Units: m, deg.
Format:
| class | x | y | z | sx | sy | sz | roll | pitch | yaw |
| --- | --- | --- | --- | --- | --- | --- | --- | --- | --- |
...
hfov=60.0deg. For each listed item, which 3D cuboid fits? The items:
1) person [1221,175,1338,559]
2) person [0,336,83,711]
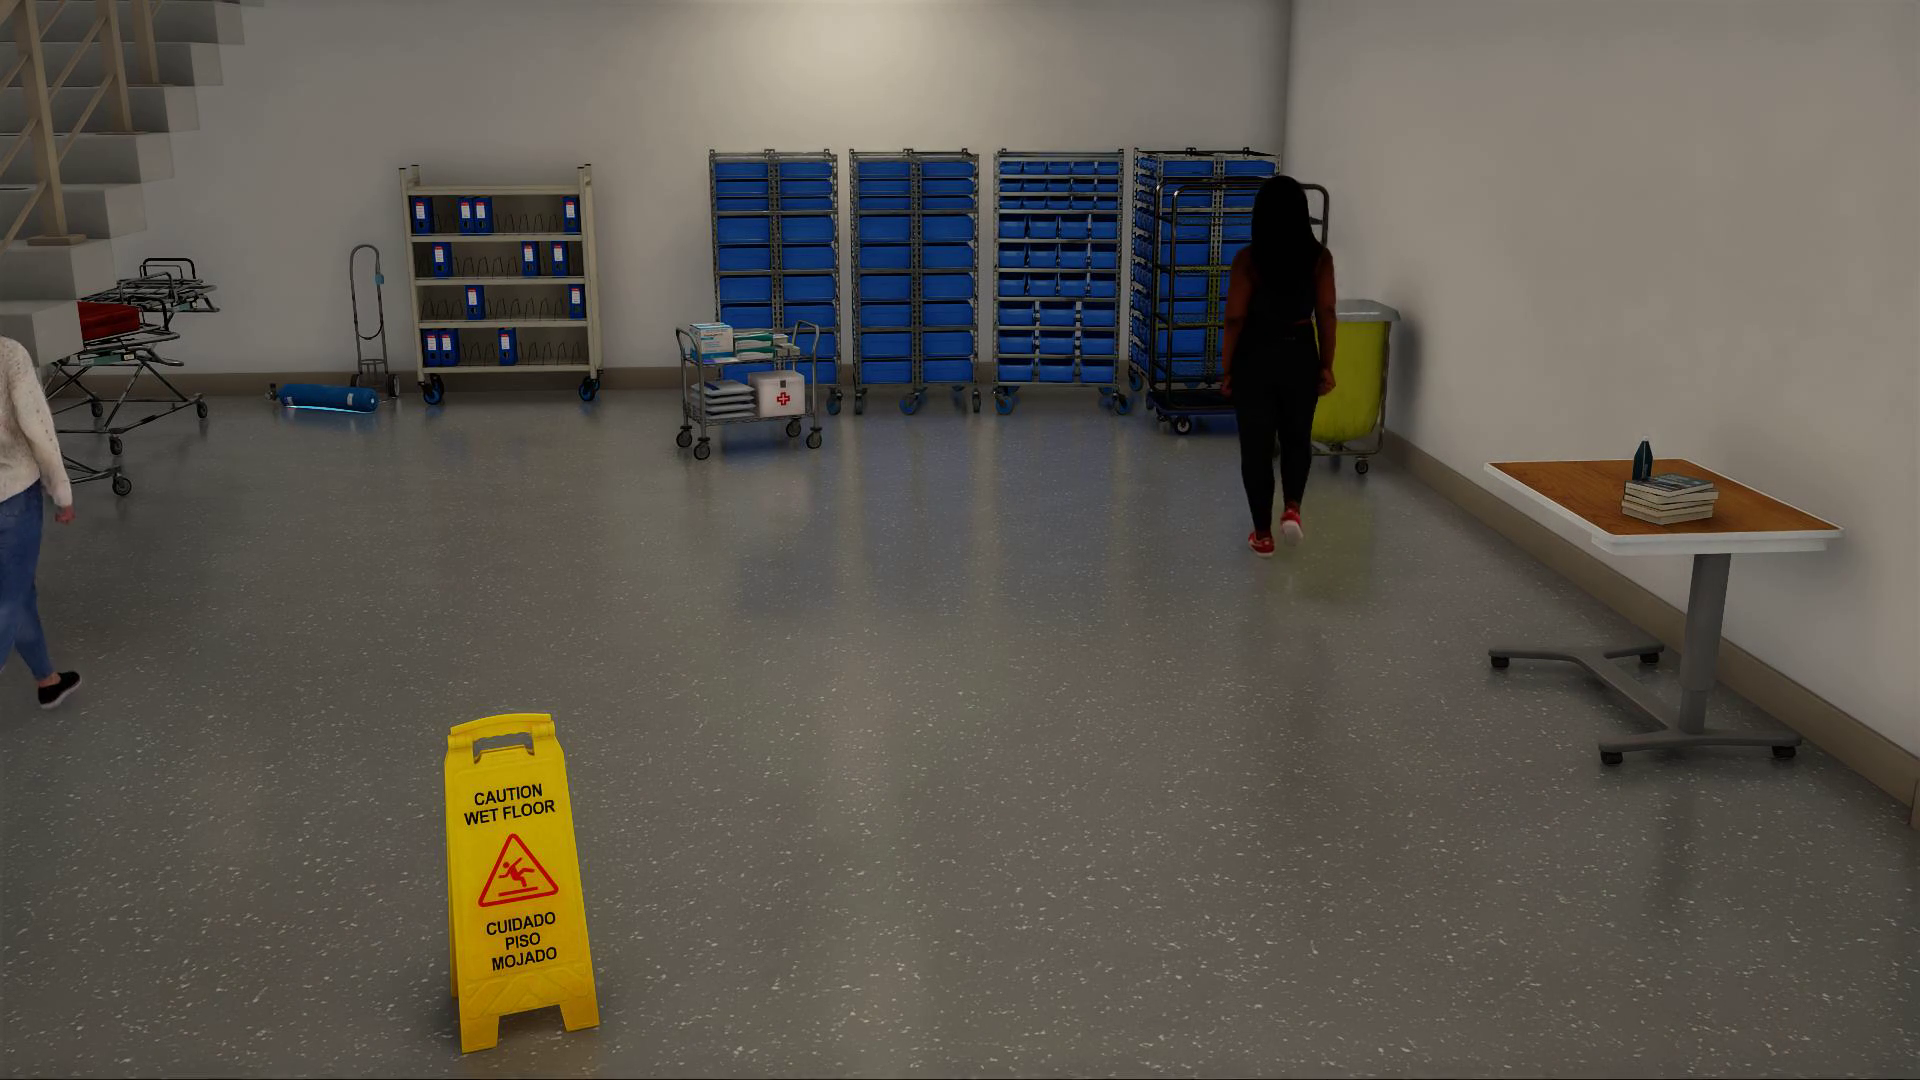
| class | x | y | z | sx | sy | sz | roll | pitch | yaw |
| --- | --- | --- | --- | --- | --- | --- | --- | --- | --- |
| person | 1.496 | -0.775 | 7.774 | 0.696 | 1.806 | 0.712 | 0 | 16 | -1 |
| person | -3.299 | -0.089 | 5.610 | 0.694 | 1.658 | 1.116 | 0 | 16 | 0 |
